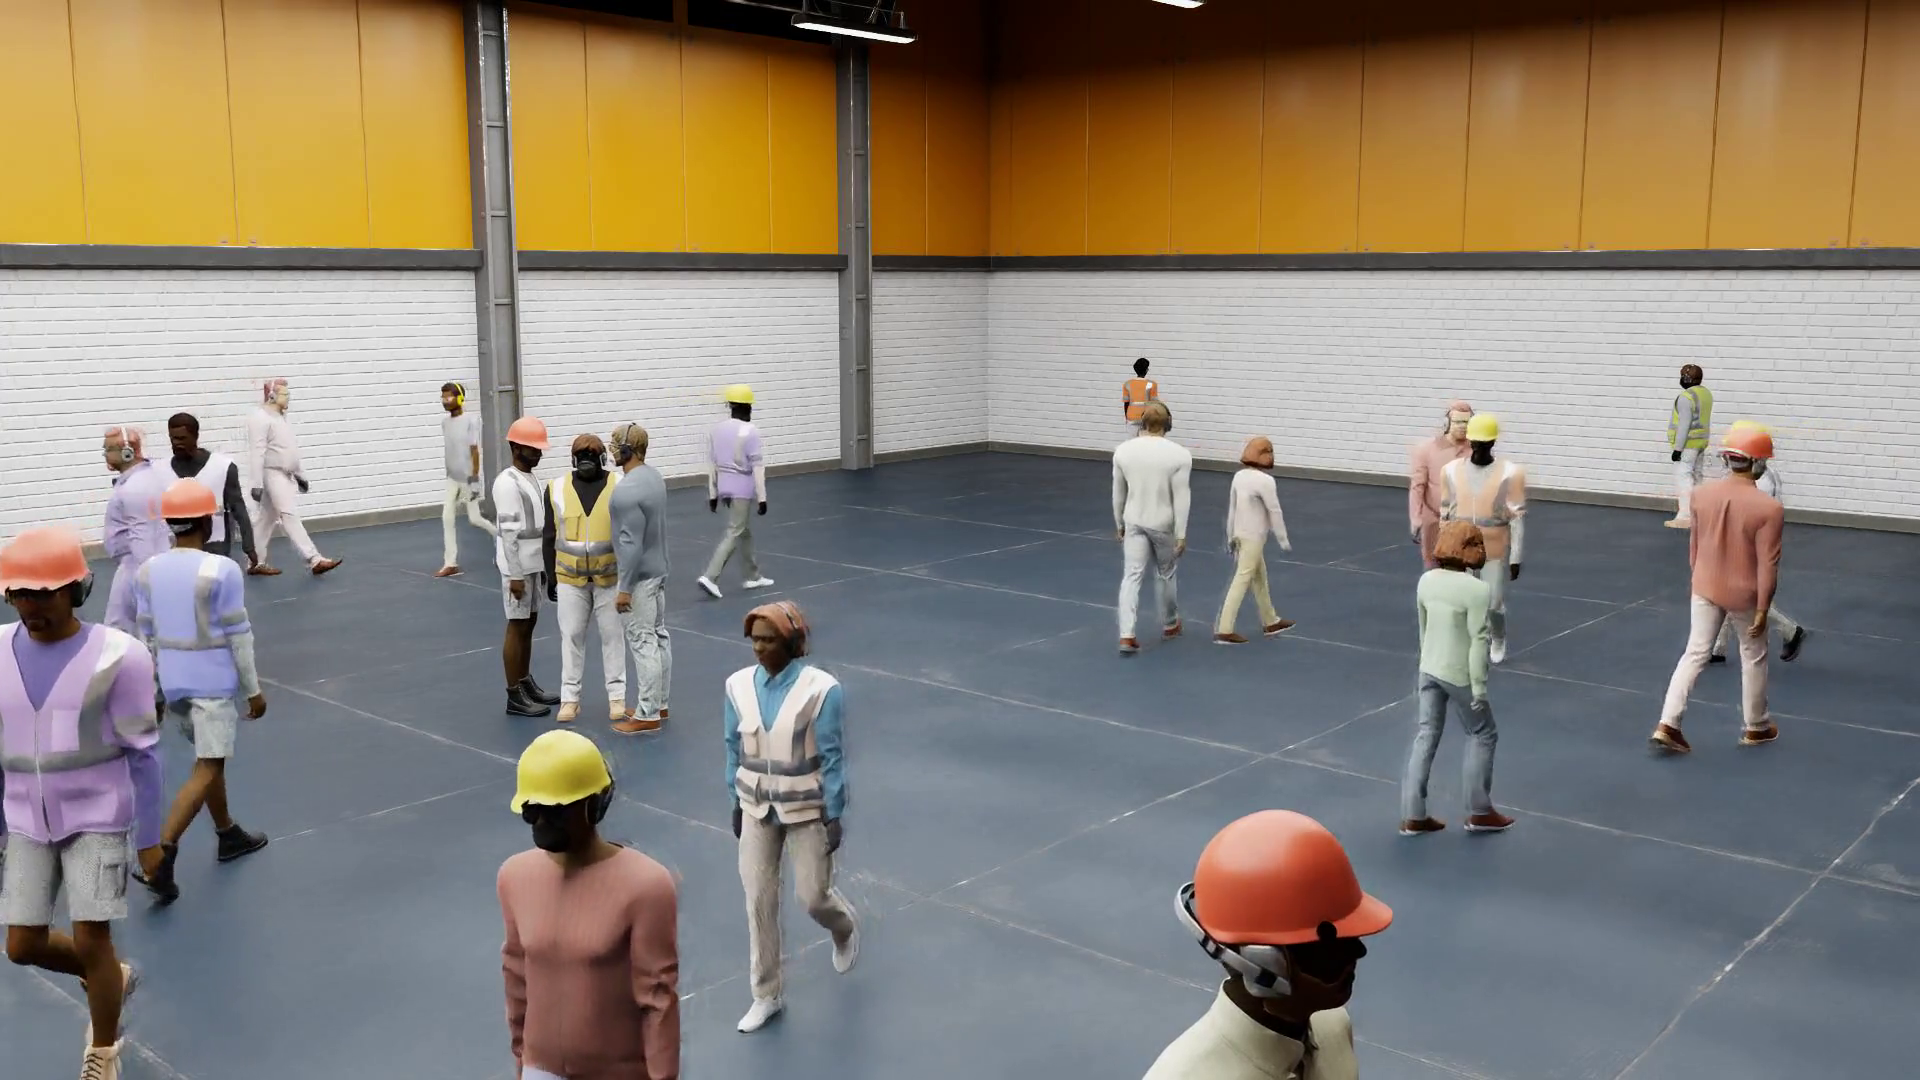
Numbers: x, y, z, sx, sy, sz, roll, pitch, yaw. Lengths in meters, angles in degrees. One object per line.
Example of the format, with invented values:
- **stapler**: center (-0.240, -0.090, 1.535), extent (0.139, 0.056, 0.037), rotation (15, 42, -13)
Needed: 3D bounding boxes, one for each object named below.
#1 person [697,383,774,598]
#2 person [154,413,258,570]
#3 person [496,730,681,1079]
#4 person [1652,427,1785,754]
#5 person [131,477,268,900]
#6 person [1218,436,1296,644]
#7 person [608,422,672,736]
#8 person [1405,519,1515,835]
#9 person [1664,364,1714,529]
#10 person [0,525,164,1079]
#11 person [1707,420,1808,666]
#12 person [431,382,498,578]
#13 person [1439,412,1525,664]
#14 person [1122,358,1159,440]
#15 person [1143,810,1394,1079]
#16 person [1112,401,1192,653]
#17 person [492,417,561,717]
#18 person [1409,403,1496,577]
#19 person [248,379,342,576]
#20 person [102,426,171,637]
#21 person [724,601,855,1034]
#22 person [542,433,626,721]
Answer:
- **person**: center (-2.011, -0.445, 14.742), extent (0.601, 1.892, 0.944), rotation (8, 12, 39)
- **person**: center (-5.309, 0.055, 11.592), extent (0.668, 1.884, 0.763), rotation (1, 9, 5)
- **person**: center (-0.898, 1.300, 4.232), extent (0.528, 1.740, 0.736), rotation (3, 9, 17)
- **person**: center (4.540, 0.300, 9.845), extent (0.996, 1.958, 0.605), rotation (-7, 11, -36)
- **person**: center (-3.576, 0.669, 7.692), extent (0.538, 1.911, 0.921), rotation (3, 9, 17)
- **person**: center (2.337, 0.005, 12.832), extent (0.836, 1.592, 0.513), rotation (-3, 10, -18)
- **person**: center (-1.987, 0.247, 10.270), extent (0.378, 1.926, 0.624), rotation (1, 9, 7)
- **person**: center (2.560, 0.696, 8.423), extent (0.678, 1.608, 0.538), rotation (-4, 10, -26)
- **person**: center (8.175, -1.052, 18.689), extent (0.629, 1.842, 0.429), rotation (-8, 12, -41)
- **person**: center (-2.997, 0.931, 5.648), extent (0.614, 2.025, 0.571), rotation (0, 9, 0)
- **person**: center (5.676, 0.039, 11.930), extent (0.704, 1.812, 0.597), rotation (1, 9, 3)
- **person**: center (-4.662, -0.589, 15.771), extent (0.520, 1.849, 0.816), rotation (5, 10, 28)
- **person**: center (3.672, 0.037, 11.694), extent (0.592, 1.900, 0.811), rotation (5, 10, 30)
- **person**: center (2.504, -1.666, 22.999), extent (0.535, 1.697, 0.318), rotation (5, 10, 27)
- **person**: center (0.485, 1.410, 2.739), extent (0.371, 1.997, 0.622), rotation (7, 11, 36)
- **person**: center (1.443, -0.100, 12.609), extent (0.647, 1.882, 1.020), rotation (4, 10, 23)
- **person**: center (-2.793, 0.167, 10.760), extent (0.374, 1.929, 0.542), rotation (0, 9, 2)
- **person**: center (3.816, -0.138, 12.934), extent (0.644, 1.857, 1.011), rotation (2, 9, 12)
- **person**: center (-6.303, -0.578, 15.630), extent (0.967, 1.856, 0.681), rotation (-1, 9, -5)
- **person**: center (-5.324, 0.167, 10.989), extent (0.956, 1.865, 0.643), rotation (-2, 9, -13)
- **person**: center (-0.637, 1.017, 6.363), extent (0.520, 1.623, 0.581), rotation (3, 10, 21)
- **person**: center (-2.338, 0.237, 10.593), extent (0.624, 1.845, 0.430), rotation (-1, 9, -6)
